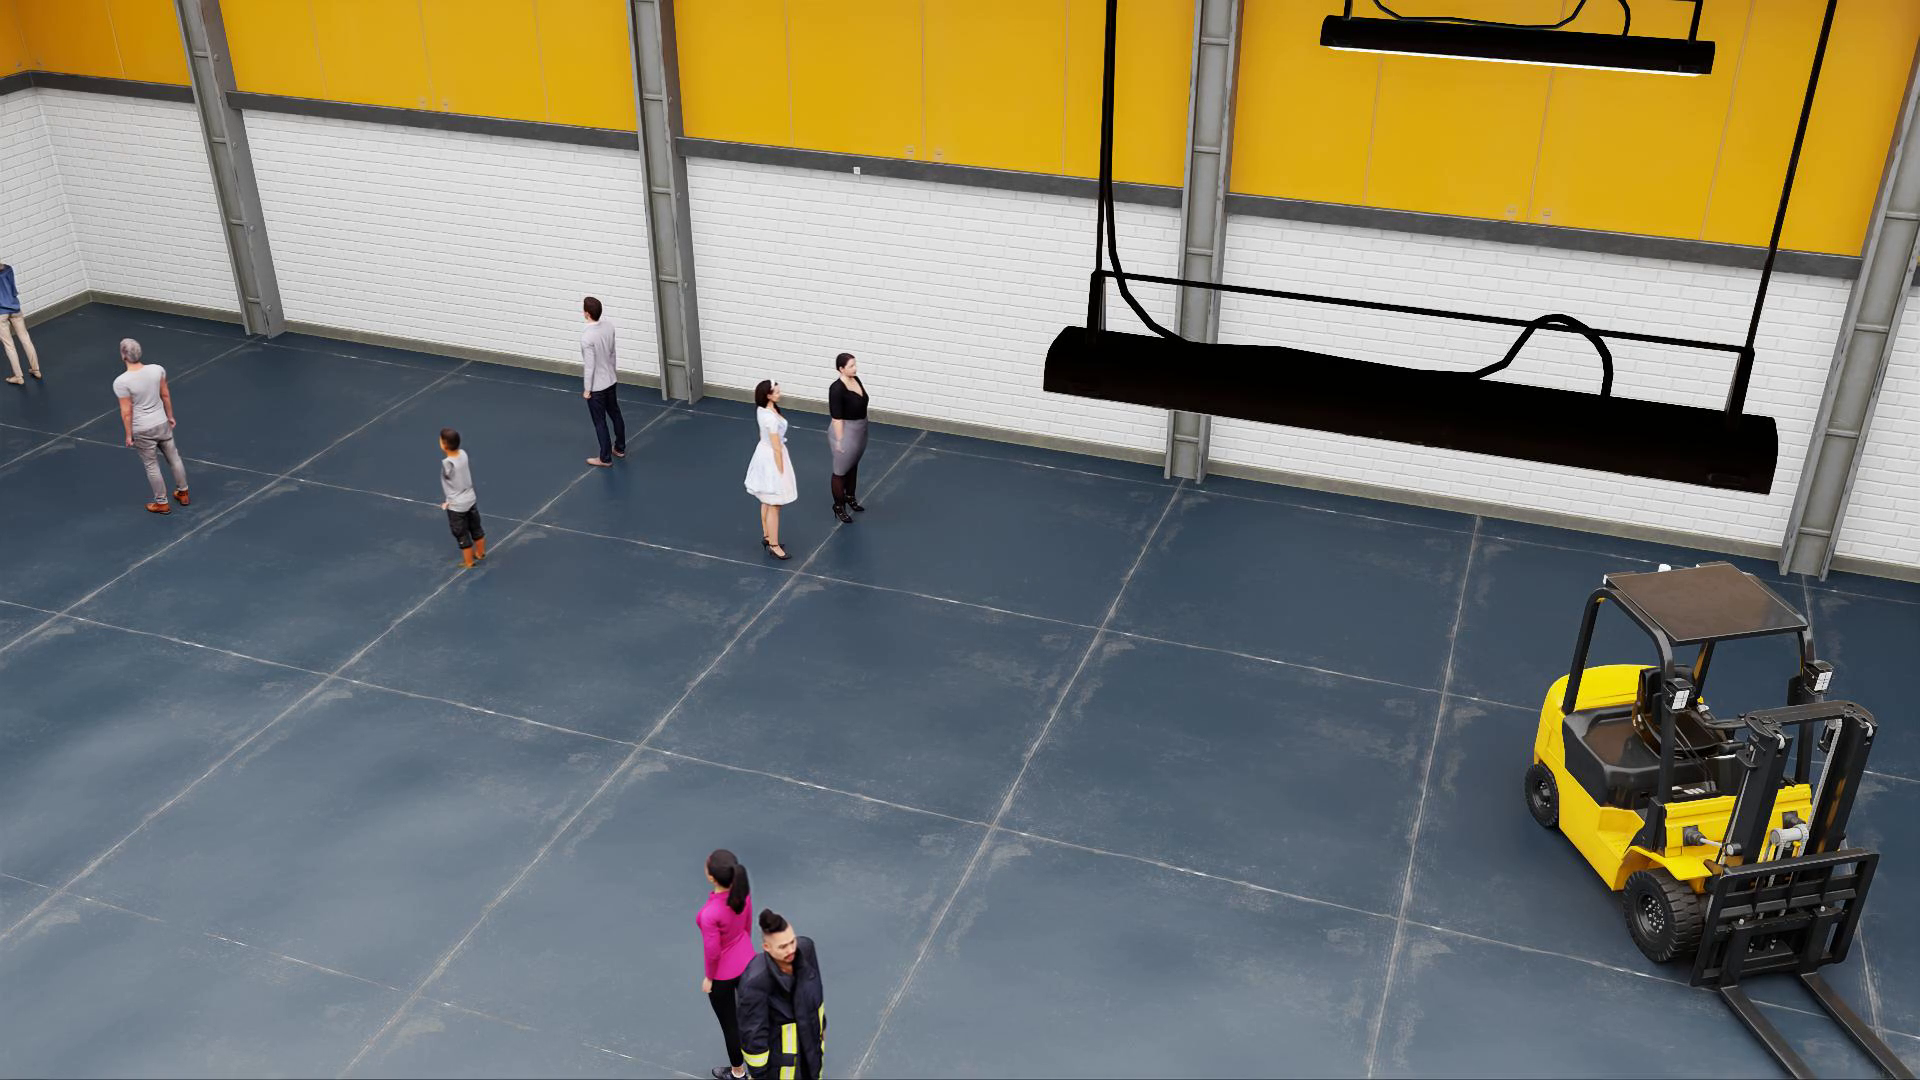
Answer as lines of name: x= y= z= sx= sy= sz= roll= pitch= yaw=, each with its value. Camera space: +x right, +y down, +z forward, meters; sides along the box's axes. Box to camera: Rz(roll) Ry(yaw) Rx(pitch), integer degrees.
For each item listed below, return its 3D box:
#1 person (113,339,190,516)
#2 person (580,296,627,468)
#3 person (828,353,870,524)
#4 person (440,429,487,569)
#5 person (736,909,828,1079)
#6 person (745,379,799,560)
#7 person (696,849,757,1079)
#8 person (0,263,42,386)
person: x=-8.069 y=-1.141 z=16.585 sx=0.640 sy=1.832 sz=0.738 roll=17 pitch=33 yaw=28
person: x=-3.796 y=-1.683 z=17.559 sx=0.577 sy=1.852 sz=0.691 roll=12 pitch=31 yaw=21
person: x=-1.124 y=-1.036 z=16.468 sx=0.621 sy=1.760 sz=0.668 roll=12 pitch=31 yaw=21
person: x=-4.716 y=-0.434 z=15.683 sx=0.490 sy=1.454 sz=0.587 roll=11 pitch=31 yaw=20
person: x=-0.975 y=2.800 z=9.329 sx=0.829 sy=1.862 sz=0.856 roll=22 pitch=36 yaw=34
person: x=-1.777 y=-0.679 z=15.755 sx=0.913 sy=1.816 sz=0.859 roll=-10 pitch=30 yaw=-17
person: x=-1.366 y=2.548 z=9.962 sx=0.616 sy=1.698 sz=0.630 roll=16 pitch=32 yaw=27
person: x=-11.207 y=-2.666 z=19.523 sx=0.618 sy=1.697 sz=0.652 roll=15 pitch=32 yaw=26
